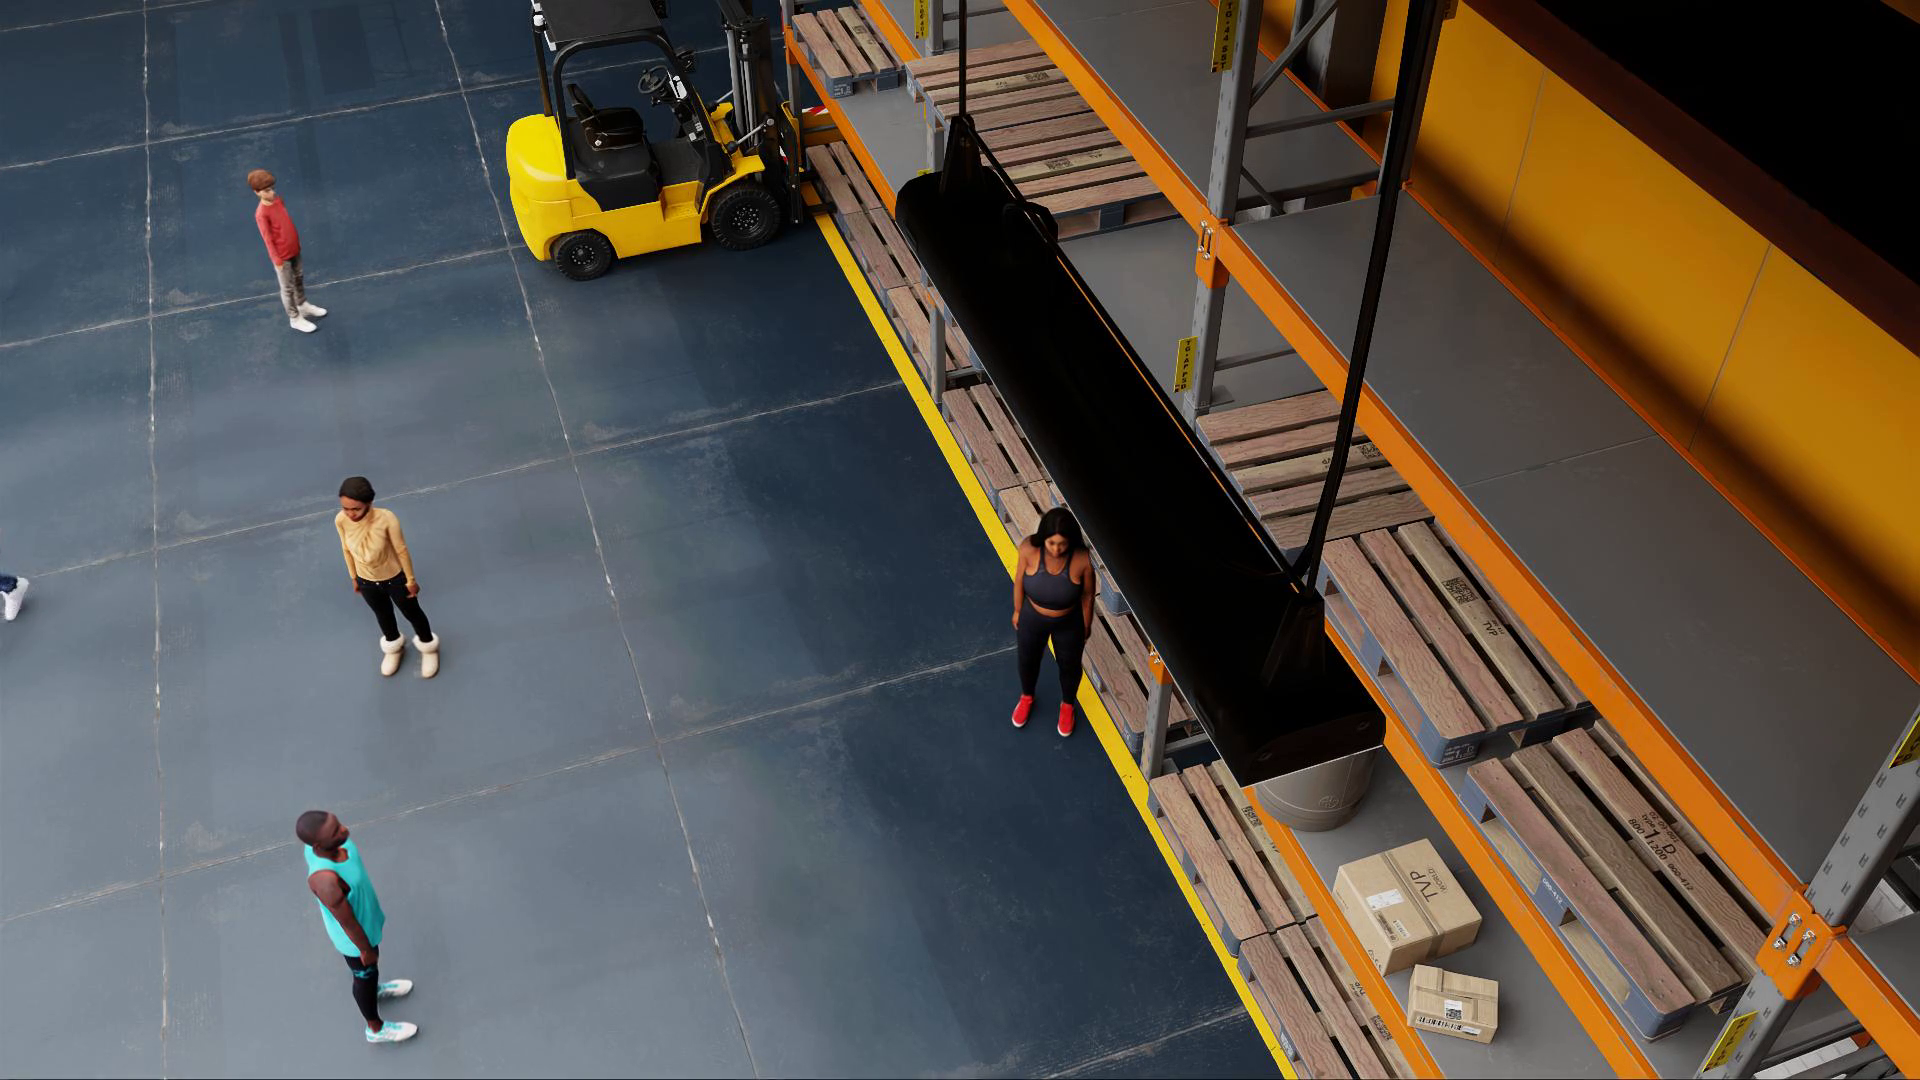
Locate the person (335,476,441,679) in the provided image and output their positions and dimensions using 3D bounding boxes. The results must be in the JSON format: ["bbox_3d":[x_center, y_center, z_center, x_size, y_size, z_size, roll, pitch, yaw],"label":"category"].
[{"bbox_3d":[-3.665,0.219,10.586,0.662,1.657,0.667,3,44,3],"label":"person"}]

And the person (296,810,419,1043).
[{"bbox_3d":[-3.164,1.981,8.630,0.659,1.805,0.465,-13,45,-14],"label":"person"}]

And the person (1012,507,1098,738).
[{"bbox_3d":[0.572,0.468,10.210,0.771,1.815,0.800,10,45,10],"label":"person"}]

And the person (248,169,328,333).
[{"bbox_3d":[-5.487,-2.361,13.468,0.644,1.418,0.541,7,44,7],"label":"person"}]
